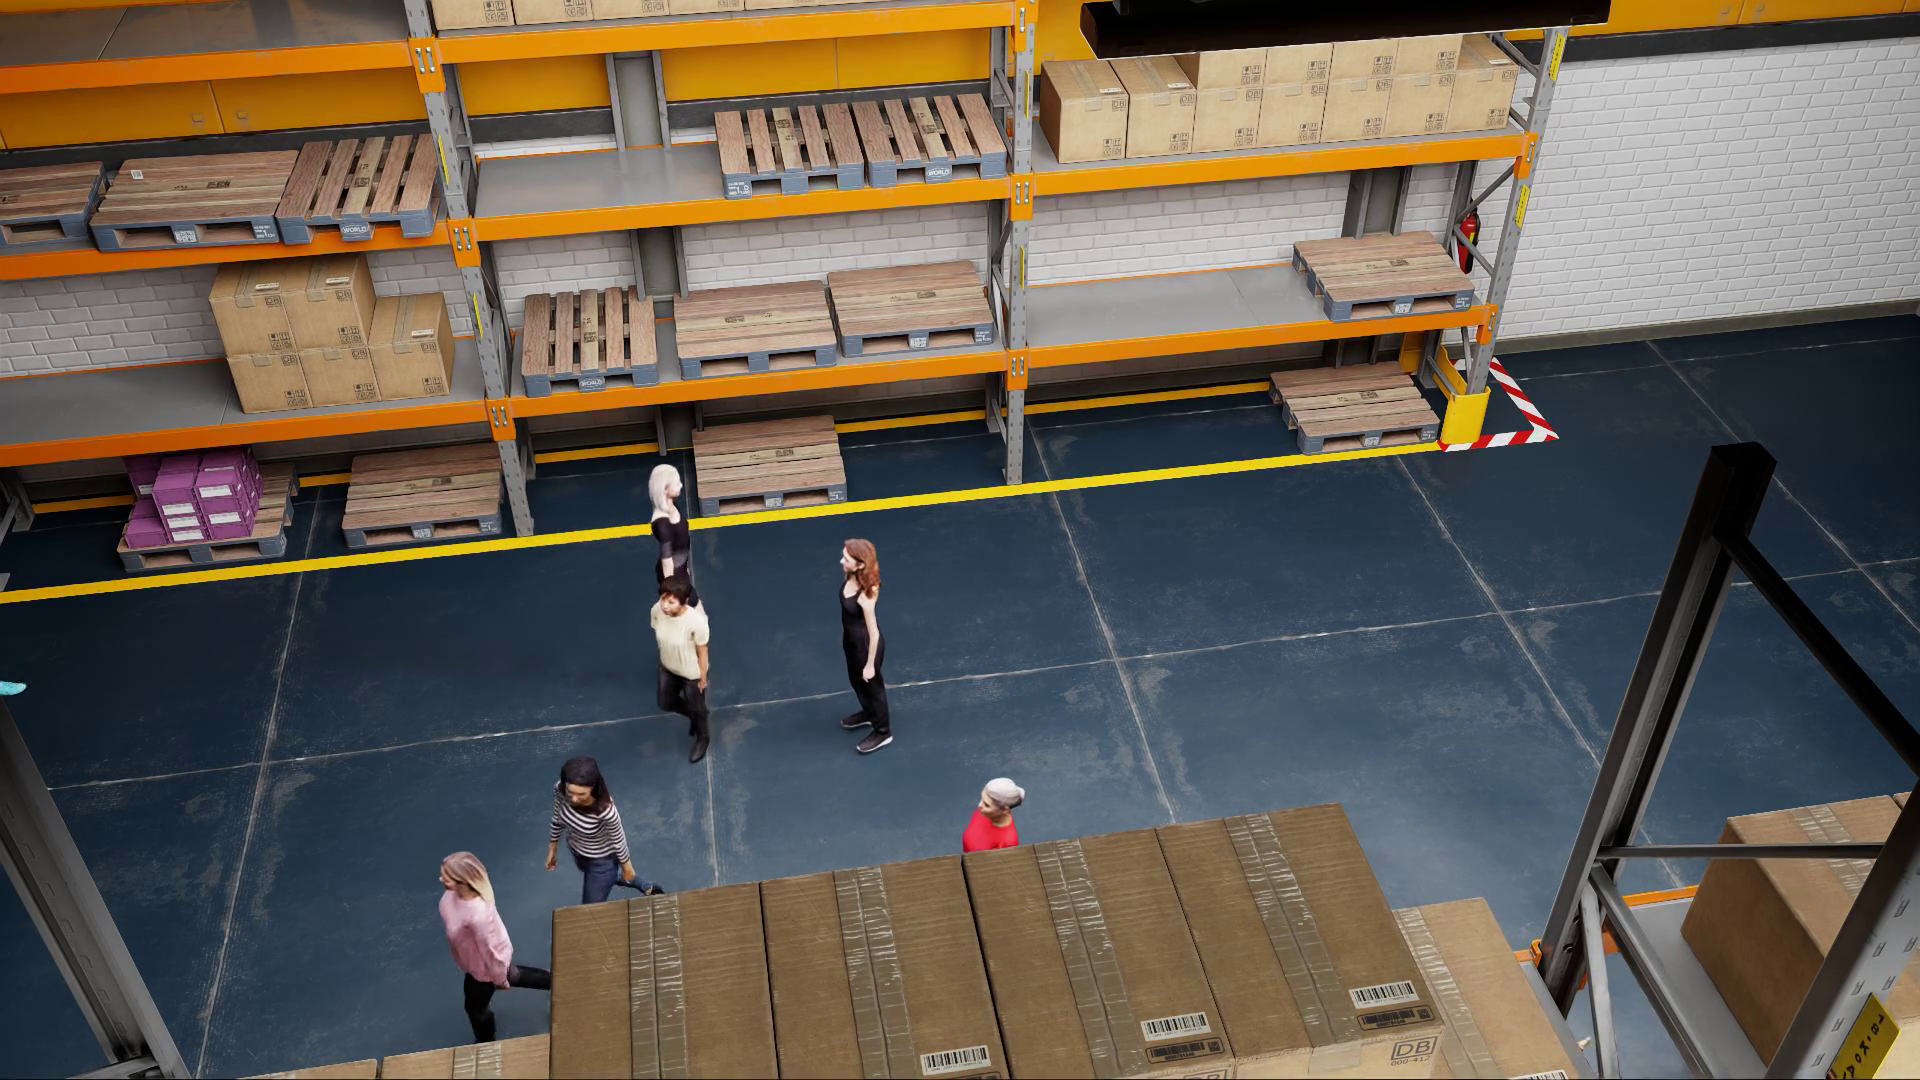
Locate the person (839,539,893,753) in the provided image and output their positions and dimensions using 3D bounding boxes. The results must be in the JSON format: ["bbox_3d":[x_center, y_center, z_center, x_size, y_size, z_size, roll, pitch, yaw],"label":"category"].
[{"bbox_3d":[-0.625,0.678,11.034,0.592,1.746,0.642,-16,41,-20],"label":"person"}]

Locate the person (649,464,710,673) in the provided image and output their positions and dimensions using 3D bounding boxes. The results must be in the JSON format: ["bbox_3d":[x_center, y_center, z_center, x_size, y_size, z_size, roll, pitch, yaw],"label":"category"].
[{"bbox_3d":[-2.069,0.278,11.480,0.598,1.814,0.607,-3,39,-4],"label":"person"}]

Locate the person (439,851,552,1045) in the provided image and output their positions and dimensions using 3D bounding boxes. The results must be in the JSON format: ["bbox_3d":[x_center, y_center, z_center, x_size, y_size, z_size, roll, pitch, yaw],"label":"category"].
[{"bbox_3d":[-2.525,2.242,9.138,1.102,1.667,0.766,-15,41,-18],"label":"person"}]

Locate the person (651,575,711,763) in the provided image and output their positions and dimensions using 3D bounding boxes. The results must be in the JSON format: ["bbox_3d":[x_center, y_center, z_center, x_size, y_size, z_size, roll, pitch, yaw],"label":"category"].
[{"bbox_3d":[-1.784,0.808,11.008,0.735,1.574,0.801,19,42,22],"label":"person"}]

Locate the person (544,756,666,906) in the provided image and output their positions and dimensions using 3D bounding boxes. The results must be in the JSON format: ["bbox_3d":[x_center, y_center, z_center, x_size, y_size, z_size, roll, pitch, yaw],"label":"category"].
[{"bbox_3d":[-2.057,1.811,9.600,1.038,1.765,1.087,27,46,30],"label":"person"}]

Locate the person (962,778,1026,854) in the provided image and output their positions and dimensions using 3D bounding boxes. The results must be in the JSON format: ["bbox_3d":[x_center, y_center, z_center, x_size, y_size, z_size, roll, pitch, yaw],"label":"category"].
[{"bbox_3d":[0.262,1.956,9.486,0.940,1.680,0.657,-13,40,-16],"label":"person"}]
